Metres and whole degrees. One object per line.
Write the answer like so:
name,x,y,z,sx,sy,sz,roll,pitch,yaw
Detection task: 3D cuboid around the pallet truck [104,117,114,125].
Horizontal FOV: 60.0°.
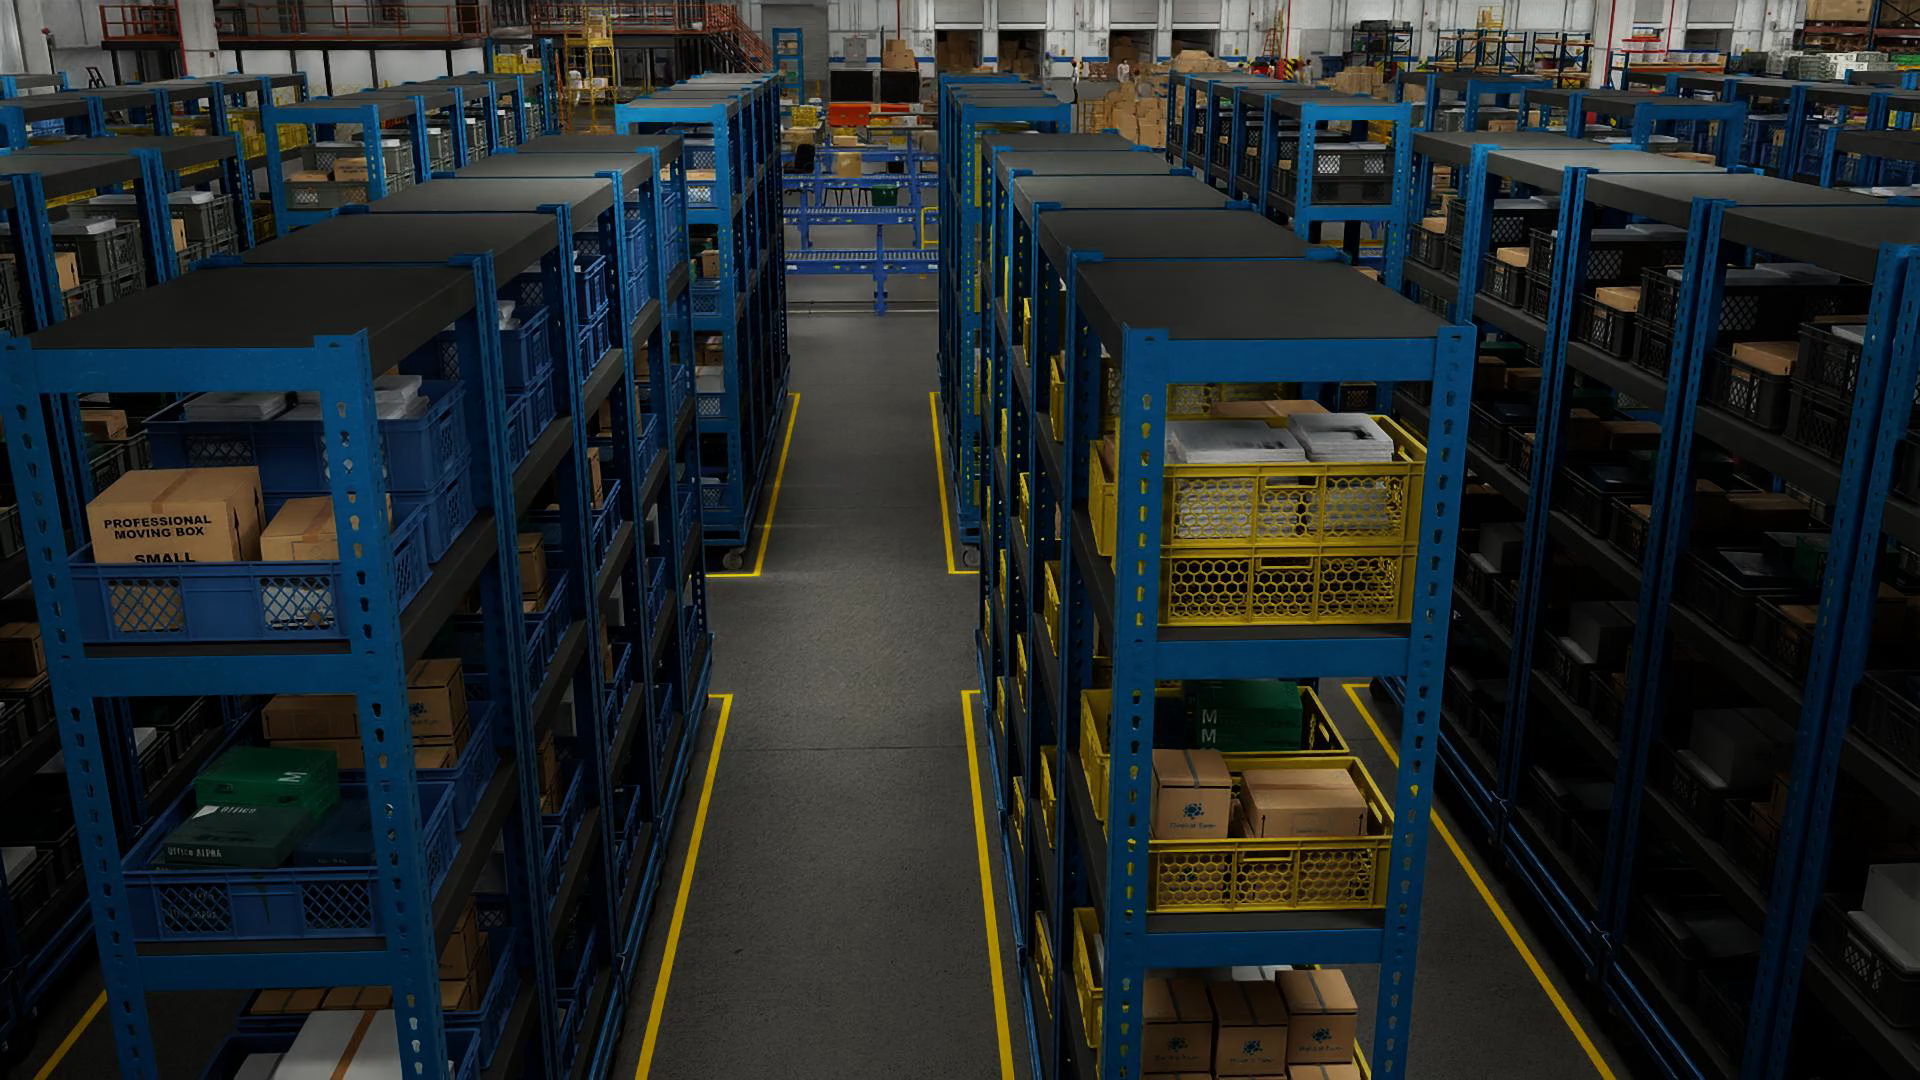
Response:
pallet truck,-18.367,-7.885,35.078,1.885,1.965,0.823,1,18,2

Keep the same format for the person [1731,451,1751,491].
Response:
person,6.805,-1.188,14.675,0.596,1.791,0.850,-2,18,-7

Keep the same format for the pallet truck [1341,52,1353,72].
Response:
pallet truck,18.794,-23.123,82.231,0.823,1.965,1.885,-13,22,-35

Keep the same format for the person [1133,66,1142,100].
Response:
person,6.959,-17.582,65.218,0.446,1.923,0.556,-2,18,-5

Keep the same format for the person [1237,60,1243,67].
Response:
person,13.100,-21.566,77.830,0.503,1.729,0.482,1,18,4

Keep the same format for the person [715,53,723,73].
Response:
person,-12.658,-24.699,87.387,0.512,1.832,0.637,-13,22,-35

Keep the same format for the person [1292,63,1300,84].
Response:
person,13.821,-18.834,69.108,0.621,1.898,0.632,6,19,18

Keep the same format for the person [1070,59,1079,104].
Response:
person,5.049,-20.208,73.325,0.380,1.927,0.542,0,18,-1

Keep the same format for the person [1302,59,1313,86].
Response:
person,15.713,-20.791,75.231,0.515,1.864,0.333,8,20,25

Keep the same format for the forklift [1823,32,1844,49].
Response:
forklift,45.186,-24.889,86.282,1.873,2.768,1.129,-6,19,-19

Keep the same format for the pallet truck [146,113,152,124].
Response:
pallet truck,-18.087,-8.309,36.390,1.885,1.965,0.823,-1,18,-4

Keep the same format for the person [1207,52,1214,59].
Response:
person,13.179,-24.770,87.579,0.429,1.841,0.634,-8,19,-23

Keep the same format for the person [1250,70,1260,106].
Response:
person,10.560,-15.772,59.484,0.381,1.997,0.611,-11,21,-31

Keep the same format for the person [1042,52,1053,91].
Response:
person,4.376,-23.726,84.244,0.605,1.910,0.870,14,23,37

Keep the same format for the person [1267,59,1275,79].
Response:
person,15.043,-22.400,80.493,0.321,1.691,0.533,13,22,35

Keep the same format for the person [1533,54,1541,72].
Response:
person,28.302,-22.829,81.500,0.953,1.892,0.598,-3,18,-8

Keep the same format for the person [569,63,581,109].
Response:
person,-16.216,-19.087,69.951,0.598,1.865,0.461,-1,18,-3

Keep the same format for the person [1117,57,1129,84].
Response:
person,7.426,-20.916,75.496,0.630,1.940,0.372,-11,21,-31

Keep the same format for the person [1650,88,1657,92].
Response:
person,21.561,-13.201,51.918,0.524,1.758,0.349,16,24,40

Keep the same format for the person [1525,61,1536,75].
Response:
person,25.343,-20.392,74.023,0.506,1.847,0.344,5,19,14

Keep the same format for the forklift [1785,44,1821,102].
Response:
forklift,31.278,-16.985,61.824,1.129,2.768,1.873,-1,18,-2

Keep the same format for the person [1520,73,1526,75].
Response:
person,20.793,-16.364,61.604,0.965,1.820,0.542,-6,19,-17
